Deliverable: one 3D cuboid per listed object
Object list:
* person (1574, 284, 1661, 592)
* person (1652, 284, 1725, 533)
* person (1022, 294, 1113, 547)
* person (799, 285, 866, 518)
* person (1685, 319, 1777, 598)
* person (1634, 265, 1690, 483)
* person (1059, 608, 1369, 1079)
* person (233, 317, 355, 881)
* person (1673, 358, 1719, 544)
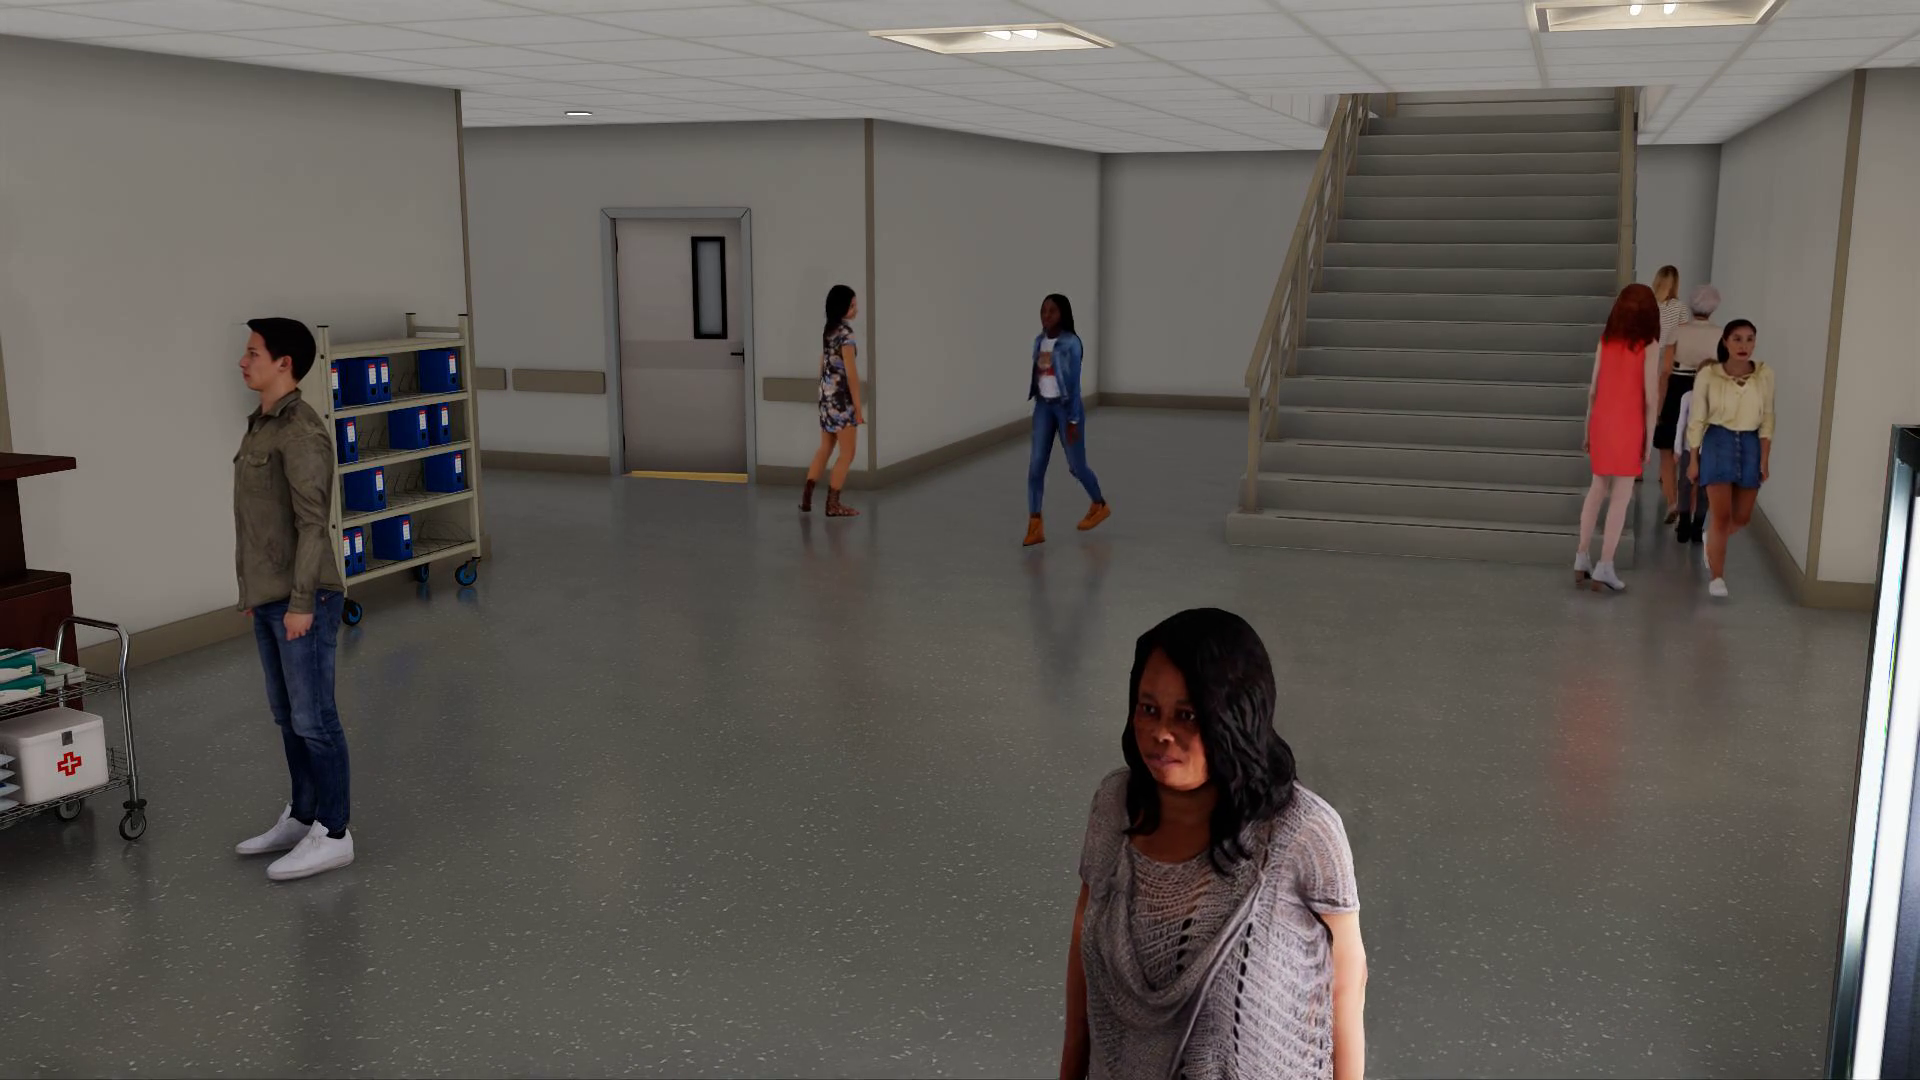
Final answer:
[{"bbox_3d":[3.874,-0.597,9.865,0.771,1.809,0.728,-6,13,-31],"label":"person"},{"bbox_3d":[5.080,-0.881,11.546,0.684,1.741,0.692,3,11,14],"label":"person"},{"bbox_3d":[0.727,-0.802,11.306,1.184,1.676,0.865,-10,15,-43],"label":"person"},{"bbox_3d":[-0.941,-1.006,12.278,0.891,1.713,0.847,-8,14,-38],"label":"person"},{"bbox_3d":[4.522,-0.482,9.790,0.746,1.613,0.982,2,11,8],"label":"person"},{"bbox_3d":[5.916,-1.405,14.074,0.593,1.827,0.513,4,11,21],"label":"person"},{"bbox_3d":[0.450,0.878,2.679,0.771,1.591,0.829,10,14,42],"label":"person"},{"bbox_3d":[-2.234,0.184,5.598,0.780,1.866,0.792,-9,14,-40],"label":"person"},{"bbox_3d":[5.069,-0.614,11.405,0.508,1.269,0.519,3,11,16],"label":"person"}]
